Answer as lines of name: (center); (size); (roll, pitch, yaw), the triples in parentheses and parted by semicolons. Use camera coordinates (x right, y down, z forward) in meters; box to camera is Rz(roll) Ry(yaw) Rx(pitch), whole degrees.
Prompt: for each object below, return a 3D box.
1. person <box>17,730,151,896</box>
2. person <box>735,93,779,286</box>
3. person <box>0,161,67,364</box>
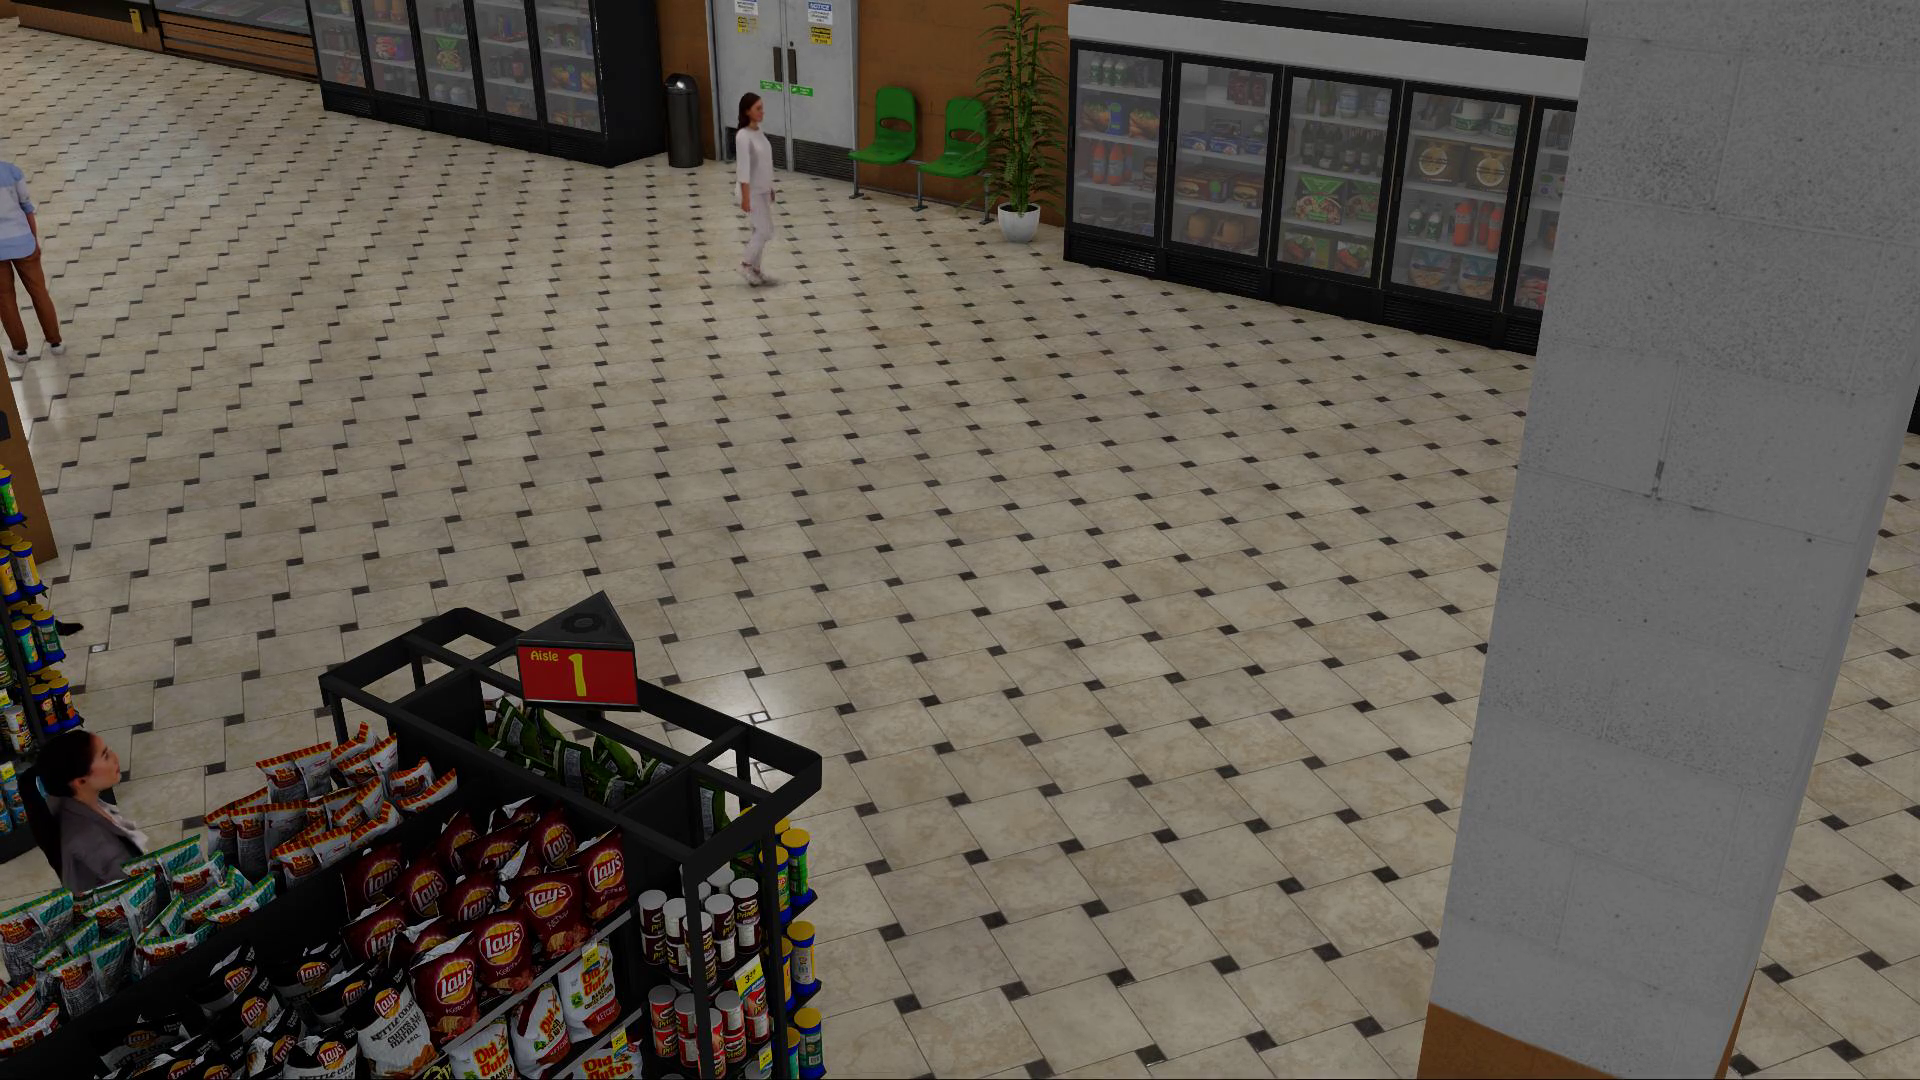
person: (-2.964, 1.443, 5.684); (1.194, 1.621, 0.883); (-17, 32, -30)
person: (-1.854, -3.033, 14.446); (0.755, 1.680, 0.652); (6, 27, 11)
person: (-7.336, -2.277, 12.793); (0.645, 1.827, 0.814); (-18, 32, -31)
